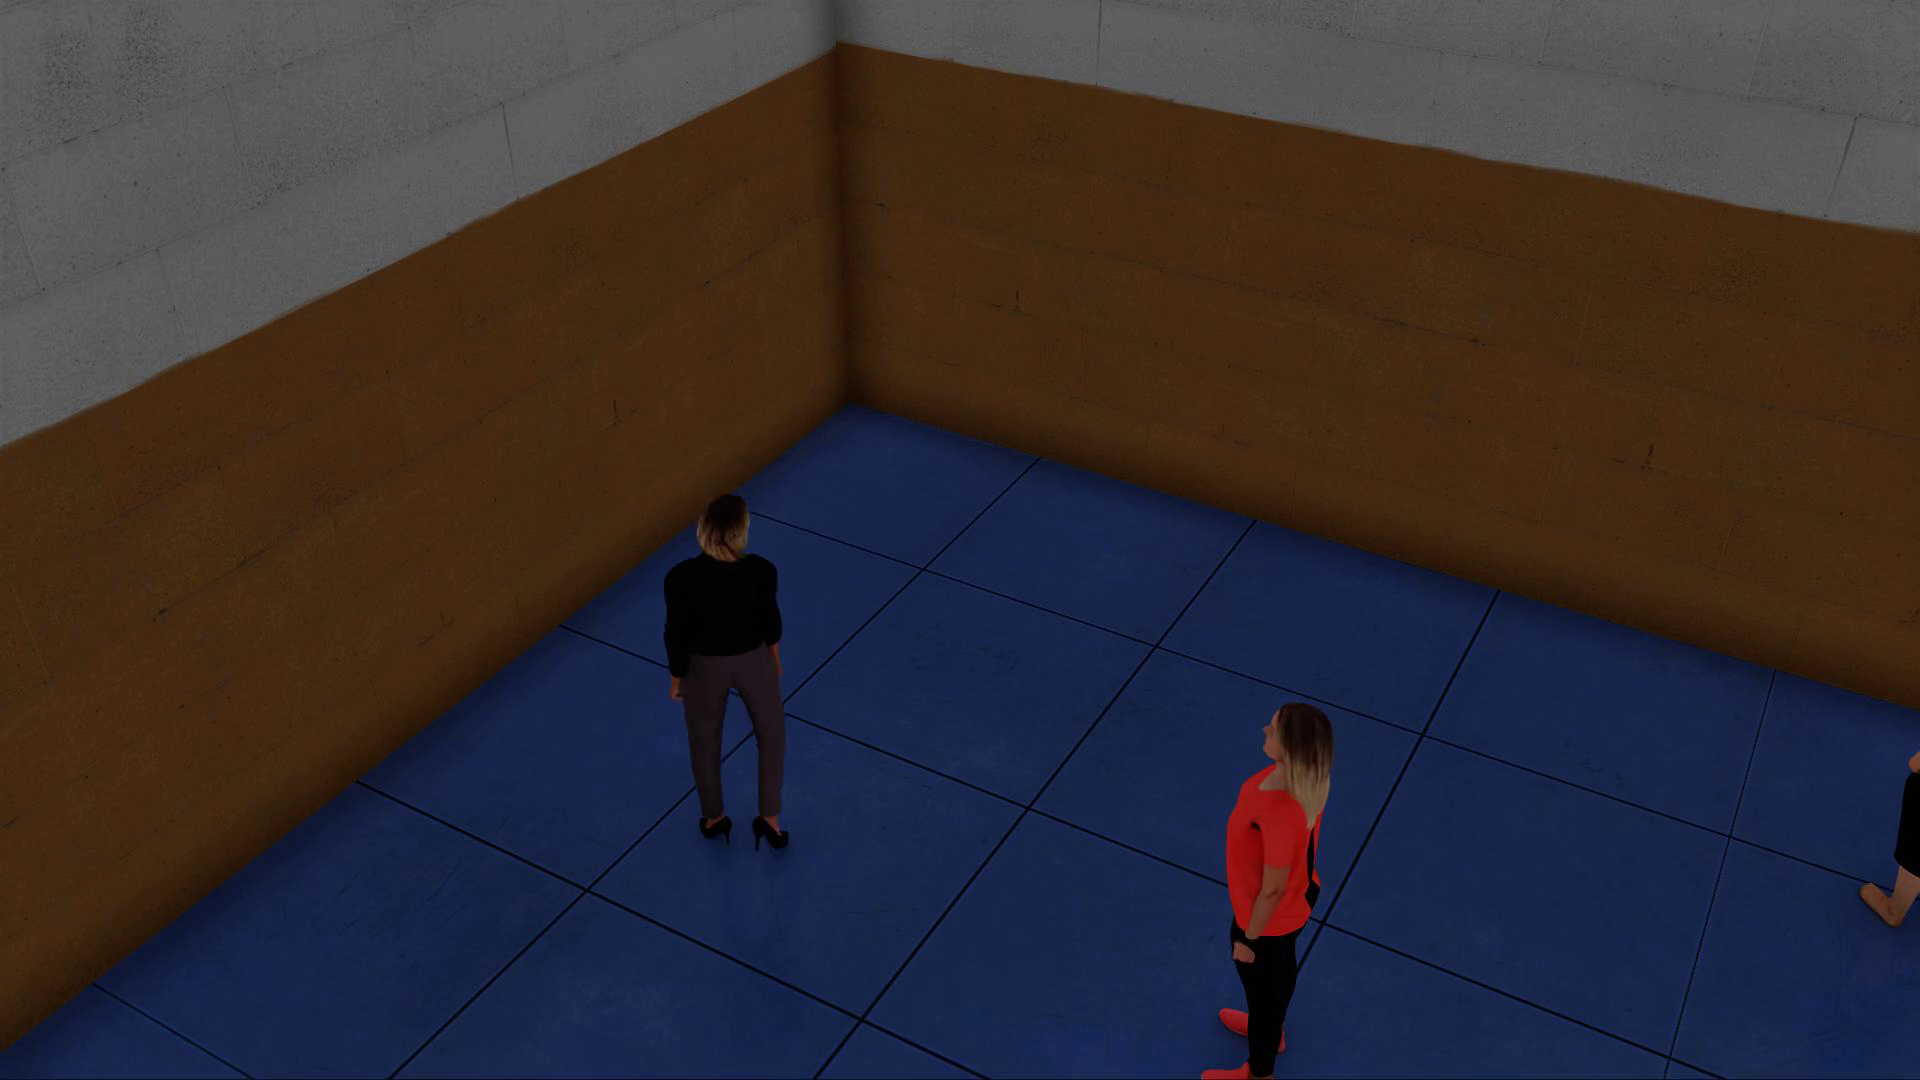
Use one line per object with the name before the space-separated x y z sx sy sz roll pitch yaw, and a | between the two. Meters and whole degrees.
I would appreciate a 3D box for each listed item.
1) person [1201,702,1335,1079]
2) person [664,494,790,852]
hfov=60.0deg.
person | 1.062 1.220 5.592 0.674 1.693 0.503 14 36 20
person | -0.900 0.560 6.610 0.746 1.665 0.808 -16 37 -22
